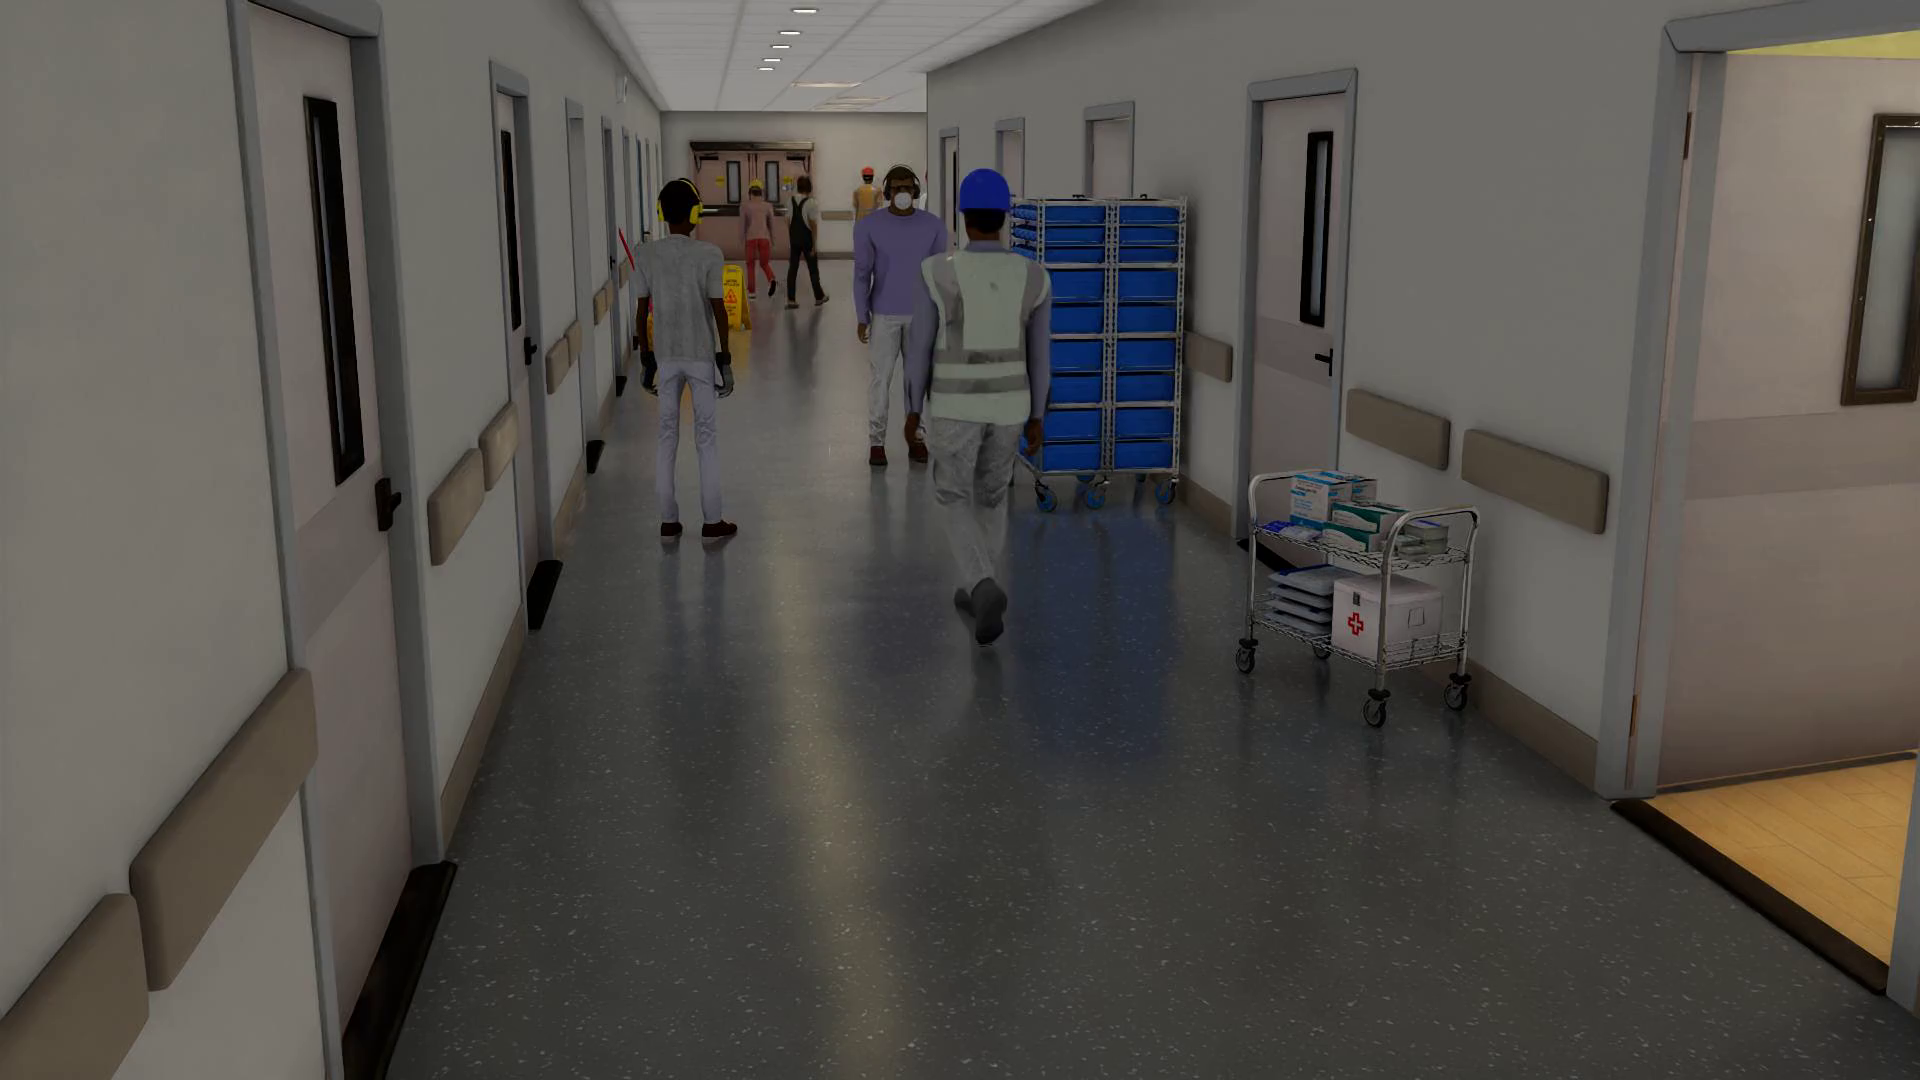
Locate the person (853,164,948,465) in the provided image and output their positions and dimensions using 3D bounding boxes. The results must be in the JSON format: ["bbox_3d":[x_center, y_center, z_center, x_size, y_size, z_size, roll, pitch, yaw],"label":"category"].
[{"bbox_3d":[-0.381,-1.458,10.851,0.630,1.938,0.366,-3,13,-14],"label":"person"}]

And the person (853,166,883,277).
[{"bbox_3d":[-1.578,-5.586,29.231,0.573,1.913,0.765,3,13,12],"label":"person"}]

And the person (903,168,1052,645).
[{"bbox_3d":[0.096,-0.548,6.839,0.604,1.925,0.846,-5,13,-19],"label":"person"}]

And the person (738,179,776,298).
[{"bbox_3d":[-2.946,-4.390,24.320,0.554,1.740,0.628,-5,14,-21],"label":"person"}]

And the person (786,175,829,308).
[{"bbox_3d":[-2.145,-4.101,22.926,0.528,1.796,0.964,6,14,24],"label":"person"}]

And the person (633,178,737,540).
[{"bbox_3d":[-1.422,-0.923,8.632,0.514,1.872,0.328,2,13,9],"label":"person"}]
